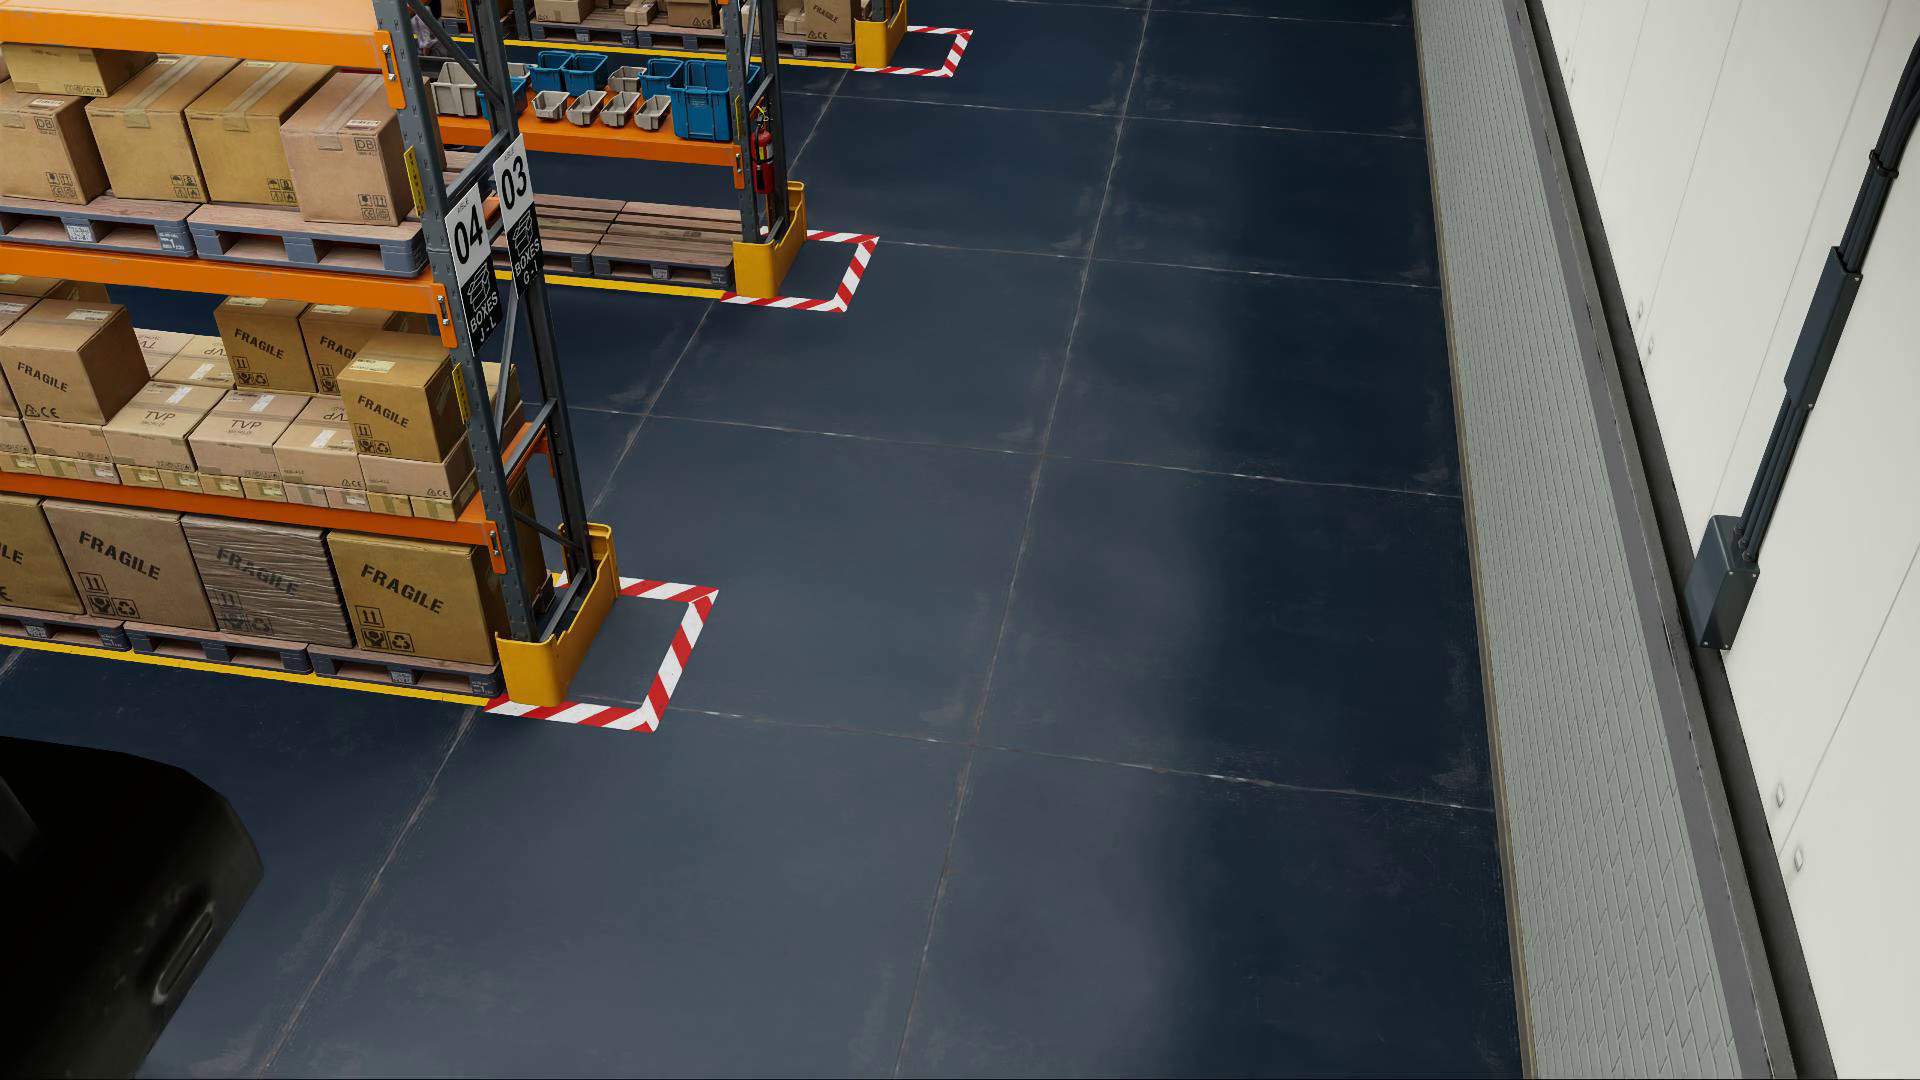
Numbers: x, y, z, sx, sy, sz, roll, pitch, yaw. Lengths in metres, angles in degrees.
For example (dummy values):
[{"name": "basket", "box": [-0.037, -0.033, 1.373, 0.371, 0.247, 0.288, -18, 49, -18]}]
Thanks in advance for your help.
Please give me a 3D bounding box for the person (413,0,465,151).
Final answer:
[{"name": "person", "box": [-4.905, -4.528, 15.655, 0.527, 1.734, 0.602, 4, 38, 5]}]
